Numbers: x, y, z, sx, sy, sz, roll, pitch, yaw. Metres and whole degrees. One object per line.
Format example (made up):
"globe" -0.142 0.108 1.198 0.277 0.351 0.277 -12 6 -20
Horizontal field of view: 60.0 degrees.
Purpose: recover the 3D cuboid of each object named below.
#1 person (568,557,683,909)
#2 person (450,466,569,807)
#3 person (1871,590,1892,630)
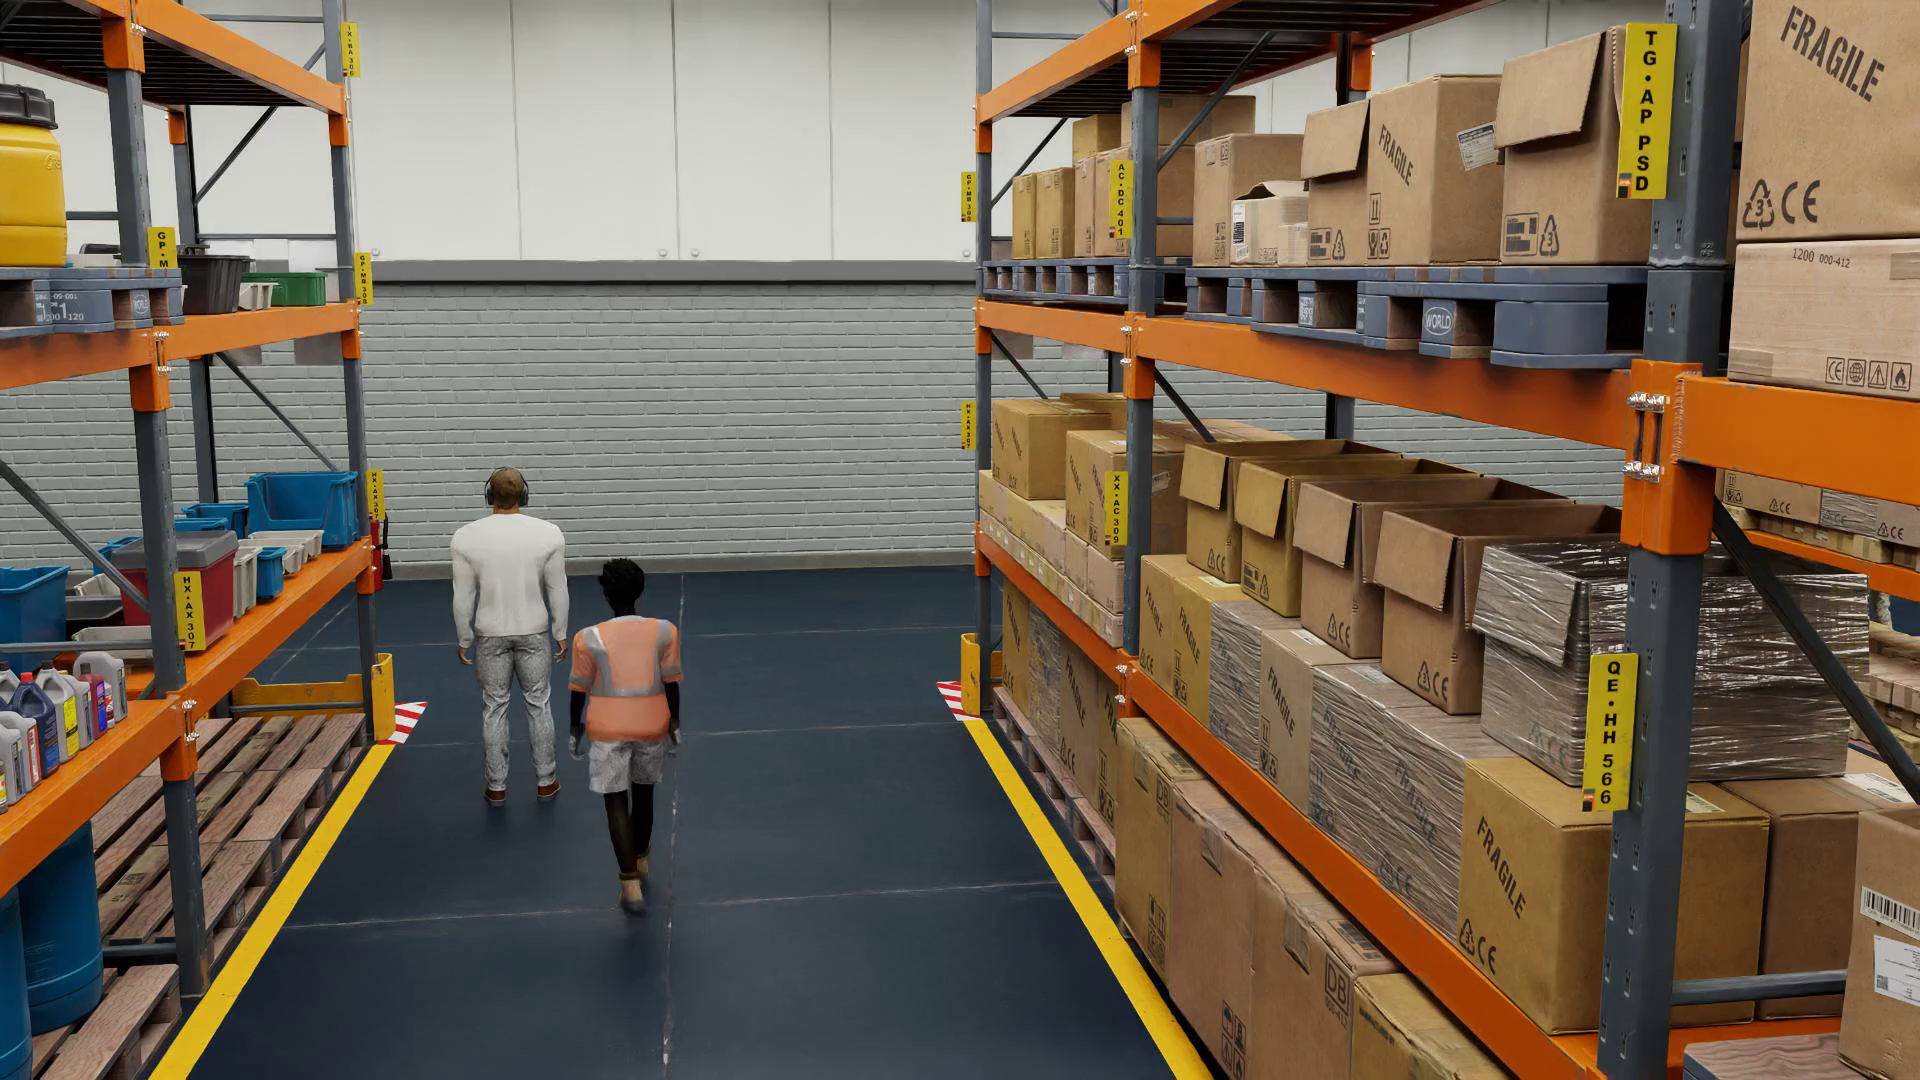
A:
"person" -1.609 0.911 8.019 0.544 1.672 0.715 -4 10 -26
"person" -2.540 0.545 9.445 0.637 1.938 0.357 -3 10 -16
"person" 6.552 0.176 11.983 0.515 1.858 0.325 -2 9 -14
